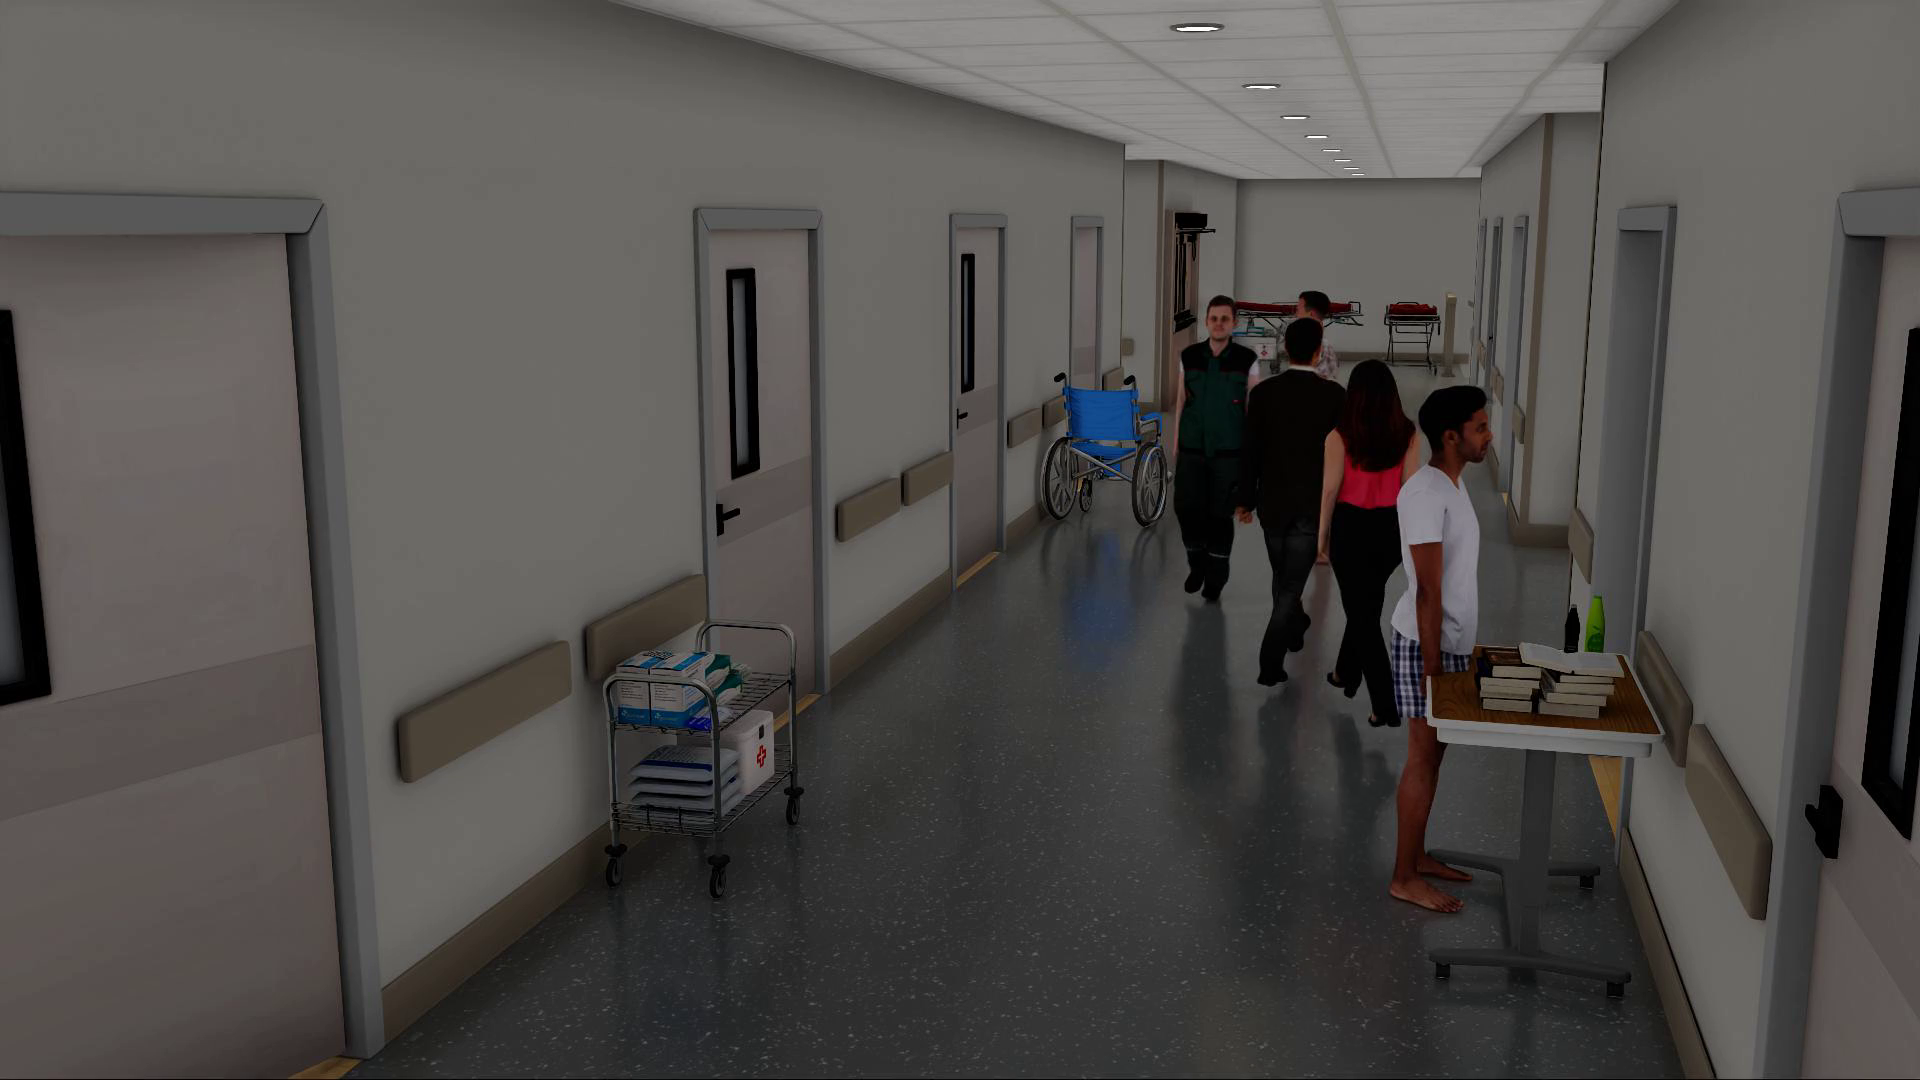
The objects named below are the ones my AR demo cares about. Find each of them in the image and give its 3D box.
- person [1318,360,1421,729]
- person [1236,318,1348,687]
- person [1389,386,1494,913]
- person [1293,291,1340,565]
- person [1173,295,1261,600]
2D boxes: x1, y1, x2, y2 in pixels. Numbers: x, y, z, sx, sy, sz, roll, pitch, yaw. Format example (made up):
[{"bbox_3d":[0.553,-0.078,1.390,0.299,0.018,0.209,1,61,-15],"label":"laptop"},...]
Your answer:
[{"bbox_3d":[1.838,0.058,7.387,0.936,1.613,1.186,-2,11,-12],"label":"person"},{"bbox_3d":[1.607,-0.147,8.087,0.879,1.756,1.236,5,12,26],"label":"person"},{"bbox_3d":[1.589,0.341,5.575,0.718,1.732,0.514,5,12,23],"label":"person"},{"bbox_3d":[2.419,-0.757,11.166,0.724,1.806,0.526,3,11,15],"label":"person"},{"bbox_3d":[1.535,-0.559,10.042,0.687,1.832,0.648,3,11,16],"label":"person"}]
